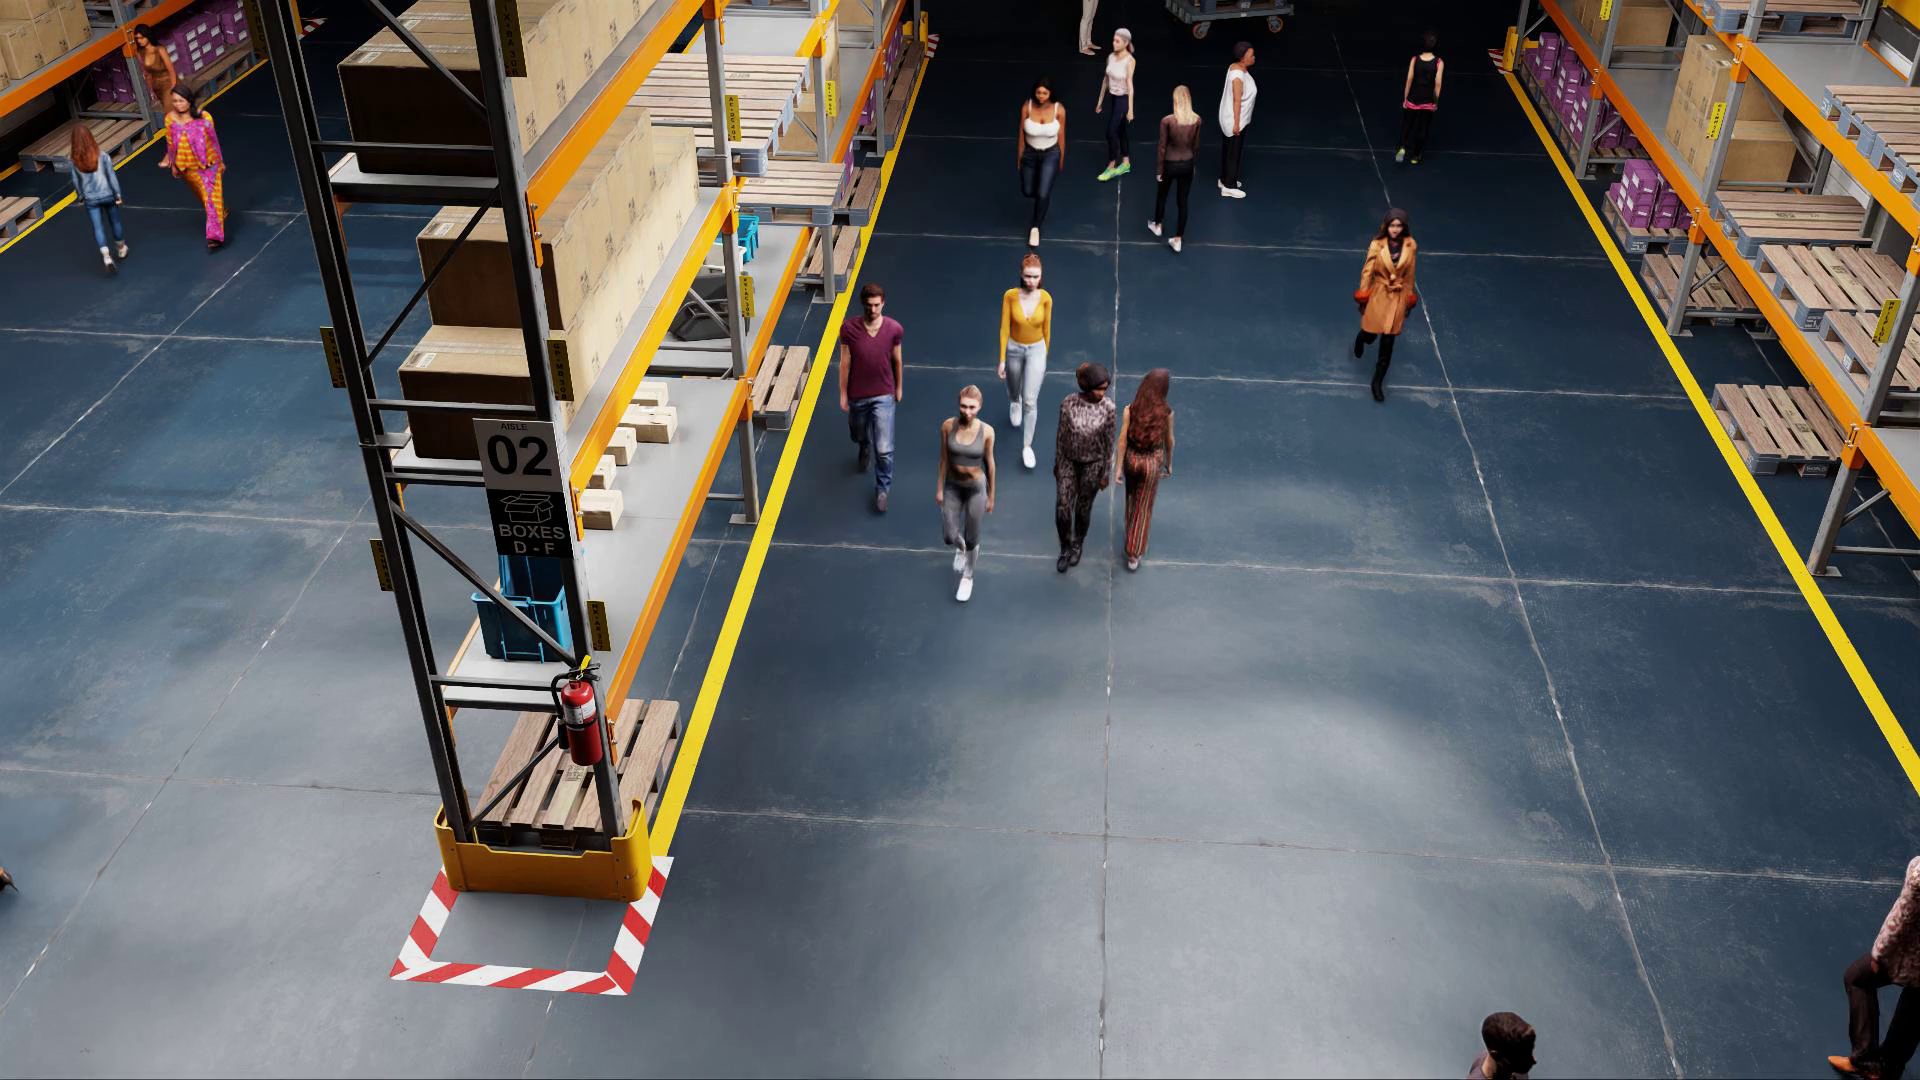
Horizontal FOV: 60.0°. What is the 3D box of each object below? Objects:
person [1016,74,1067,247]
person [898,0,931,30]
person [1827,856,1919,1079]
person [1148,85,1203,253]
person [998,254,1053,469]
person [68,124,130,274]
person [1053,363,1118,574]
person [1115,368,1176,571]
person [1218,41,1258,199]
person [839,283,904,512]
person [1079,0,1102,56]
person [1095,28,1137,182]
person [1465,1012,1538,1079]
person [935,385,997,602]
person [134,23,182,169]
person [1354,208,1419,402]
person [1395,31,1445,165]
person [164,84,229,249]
[{"bbox_3d":[0.851,-3.978,17.237,0.712,1.778,1.044,7,34,10],"label":"person"},{"bbox_3d":[-0.823,-8.143,23.557,1.117,1.719,1.178,24,40,31],"label":"person"},{"bbox_3d":[4.753,2.068,8.129,0.732,1.790,0.688,-3,34,-4],"label":"person"},{"bbox_3d":[2.250,-3.759,16.995,0.808,1.681,0.974,-8,34,-11],"label":"person"},{"bbox_3d":[0.511,-1.528,13.603,0.623,1.720,1.147,1,34,1],"label":"person"},{"bbox_3d":[-8.646,-3.417,16.680,0.837,1.459,1.042,-13,36,-18],"label":"person"},{"bbox_3d":[0.928,-0.568,12.184,0.656,1.692,0.691,9,35,14],"label":"person"},{"bbox_3d":[1.331,-0.500,12.239,0.618,1.517,0.815,3,34,4],"label":"person"},{"bbox_3d":[3.054,-4.657,18.341,0.700,1.687,0.533,2,34,3],"label":"person"},{"bbox_3d":[-0.699,-1.193,13.005,0.682,1.823,1.104,1,34,2],"label":"person"},{"bbox_3d":[1.776,-7.507,22.593,0.720,1.726,0.566,13,36,19],"label":"person"},{"bbox_3d":[1.880,-4.937,18.764,0.865,1.685,0.837,-16,37,-22],"label":"person"},{"bbox_3d":[2.203,2.685,7.146,0.791,1.852,0.662,21,39,29],"label":"person"},{"bbox_3d":[0.056,-0.382,11.901,0.629,1.695,0.744,7,34,10],"label":"person"},{"bbox_3d":[-9.046,-5.131,19.119,0.725,1.614,1.138,12,35,17],"label":"person"},{"bbox_3d":[3.671,-2.090,14.463,0.749,1.705,0.949,-1,34,-1],"label":"person"},{"bbox_3d":[5.261,-5.019,19.021,0.689,1.537,0.848,14,36,20],"label":"person"},{"bbox_3d":[-7.901,-3.947,17.306,0.812,1.650,1.237,-3,34,-4],"label":"person"}]
